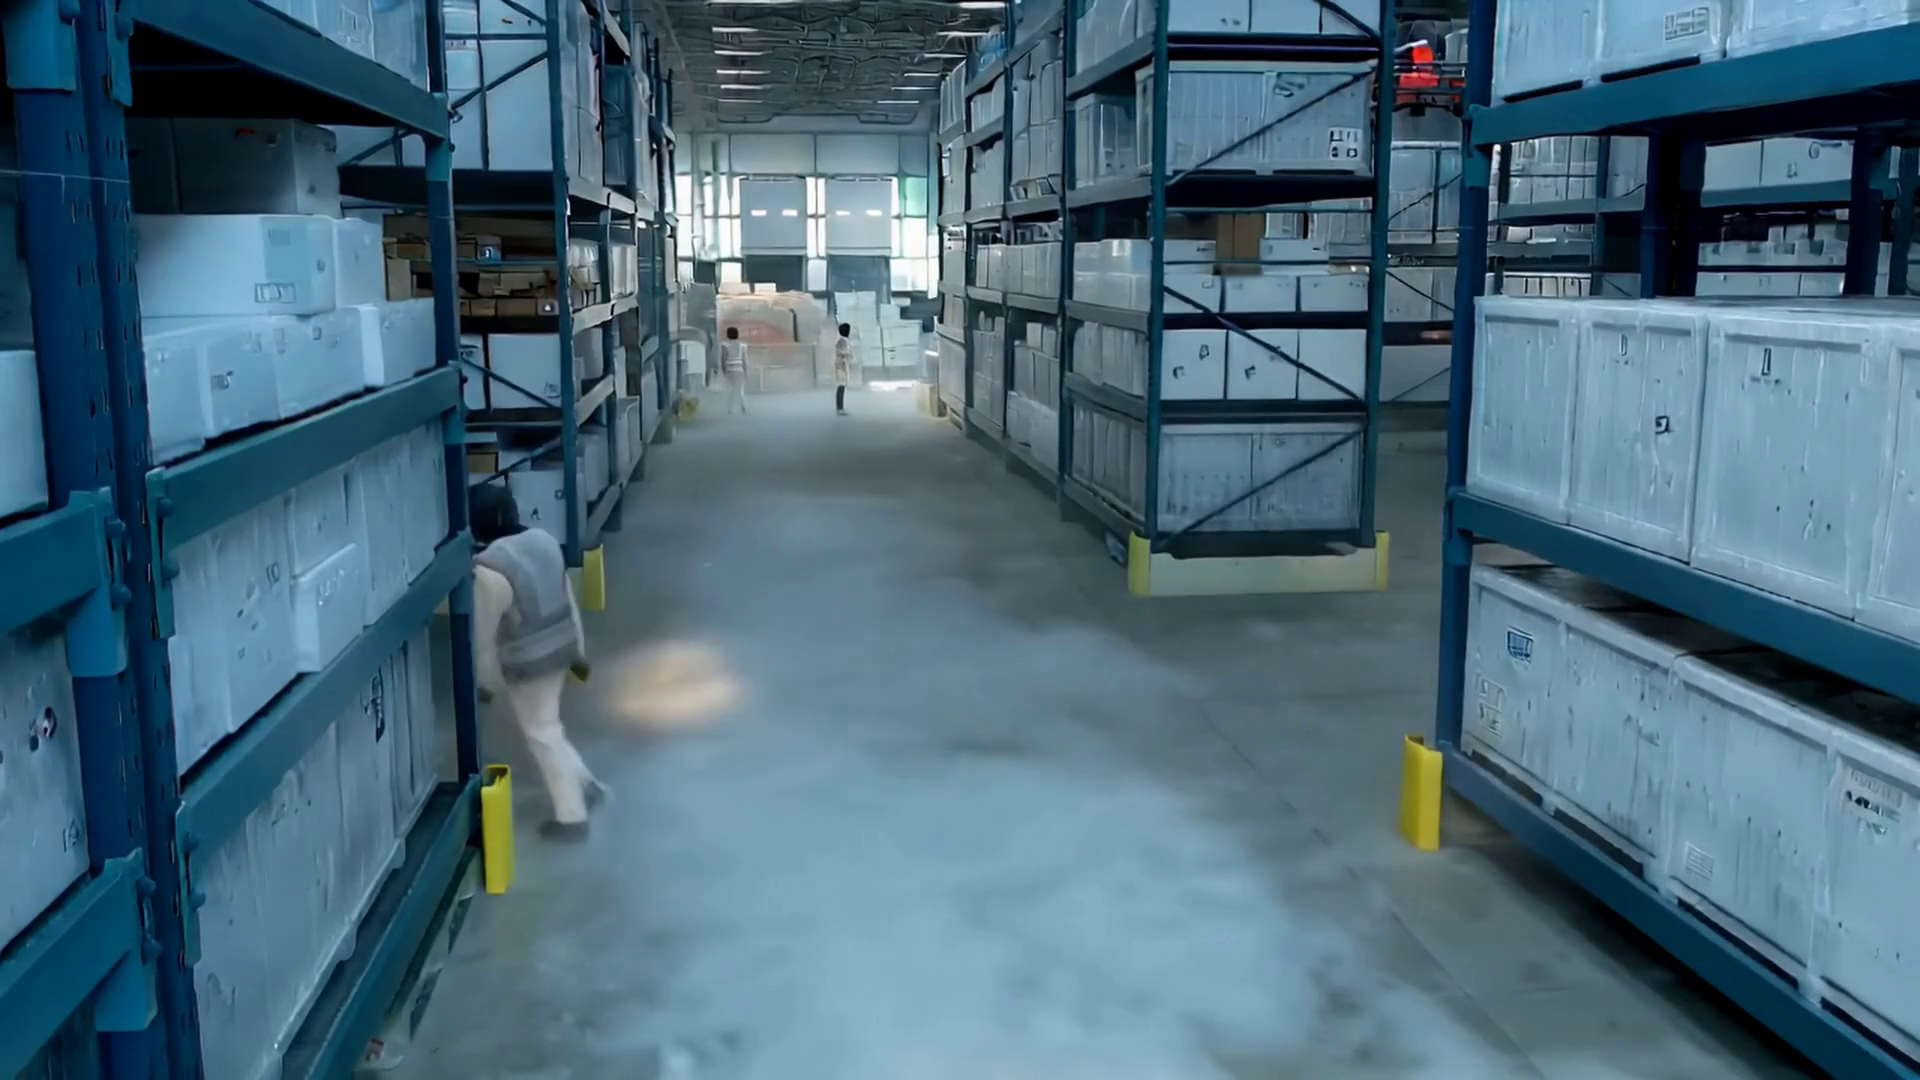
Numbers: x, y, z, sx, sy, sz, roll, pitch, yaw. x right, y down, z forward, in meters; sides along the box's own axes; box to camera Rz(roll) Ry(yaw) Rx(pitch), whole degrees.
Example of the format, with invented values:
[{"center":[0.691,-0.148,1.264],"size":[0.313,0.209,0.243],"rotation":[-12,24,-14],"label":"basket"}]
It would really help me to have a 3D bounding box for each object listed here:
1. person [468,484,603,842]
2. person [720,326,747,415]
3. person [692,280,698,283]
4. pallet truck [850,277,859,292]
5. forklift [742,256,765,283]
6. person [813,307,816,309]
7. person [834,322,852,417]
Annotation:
[{"center":[-2.091,0.621,8.099],"size":[0.567,1.800,0.642],"rotation":[2,10,12],"label":"person"},{"center":[-4.063,-3.045,29.990],"size":[0.502,1.614,0.761],"rotation":[-3,10,-16],"label":"person"},{"center":[-10.004,-8.852,62.898],"size":[0.585,1.918,0.382],"rotation":[-1,10,-5],"label":"person"},{"center":[-3.782,-9.391,65.808],"size":[1.885,1.965,0.823],"rotation":[2,10,10],"label":"pallet truck"},{"center":[-7.283,-8.633,58.827],"size":[1.873,2.768,1.129],"rotation":[-9,14,-44],"label":"forklift"},{"center":[-3.635,-4.847,40.355],"size":[0.867,1.653,0.538],"rotation":[-3,10,-19],"label":"person"},{"center":[-2.097,-3.063,29.835],"size":[0.320,1.697,0.537],"rotation":[-1,10,-5],"label":"person"}]
